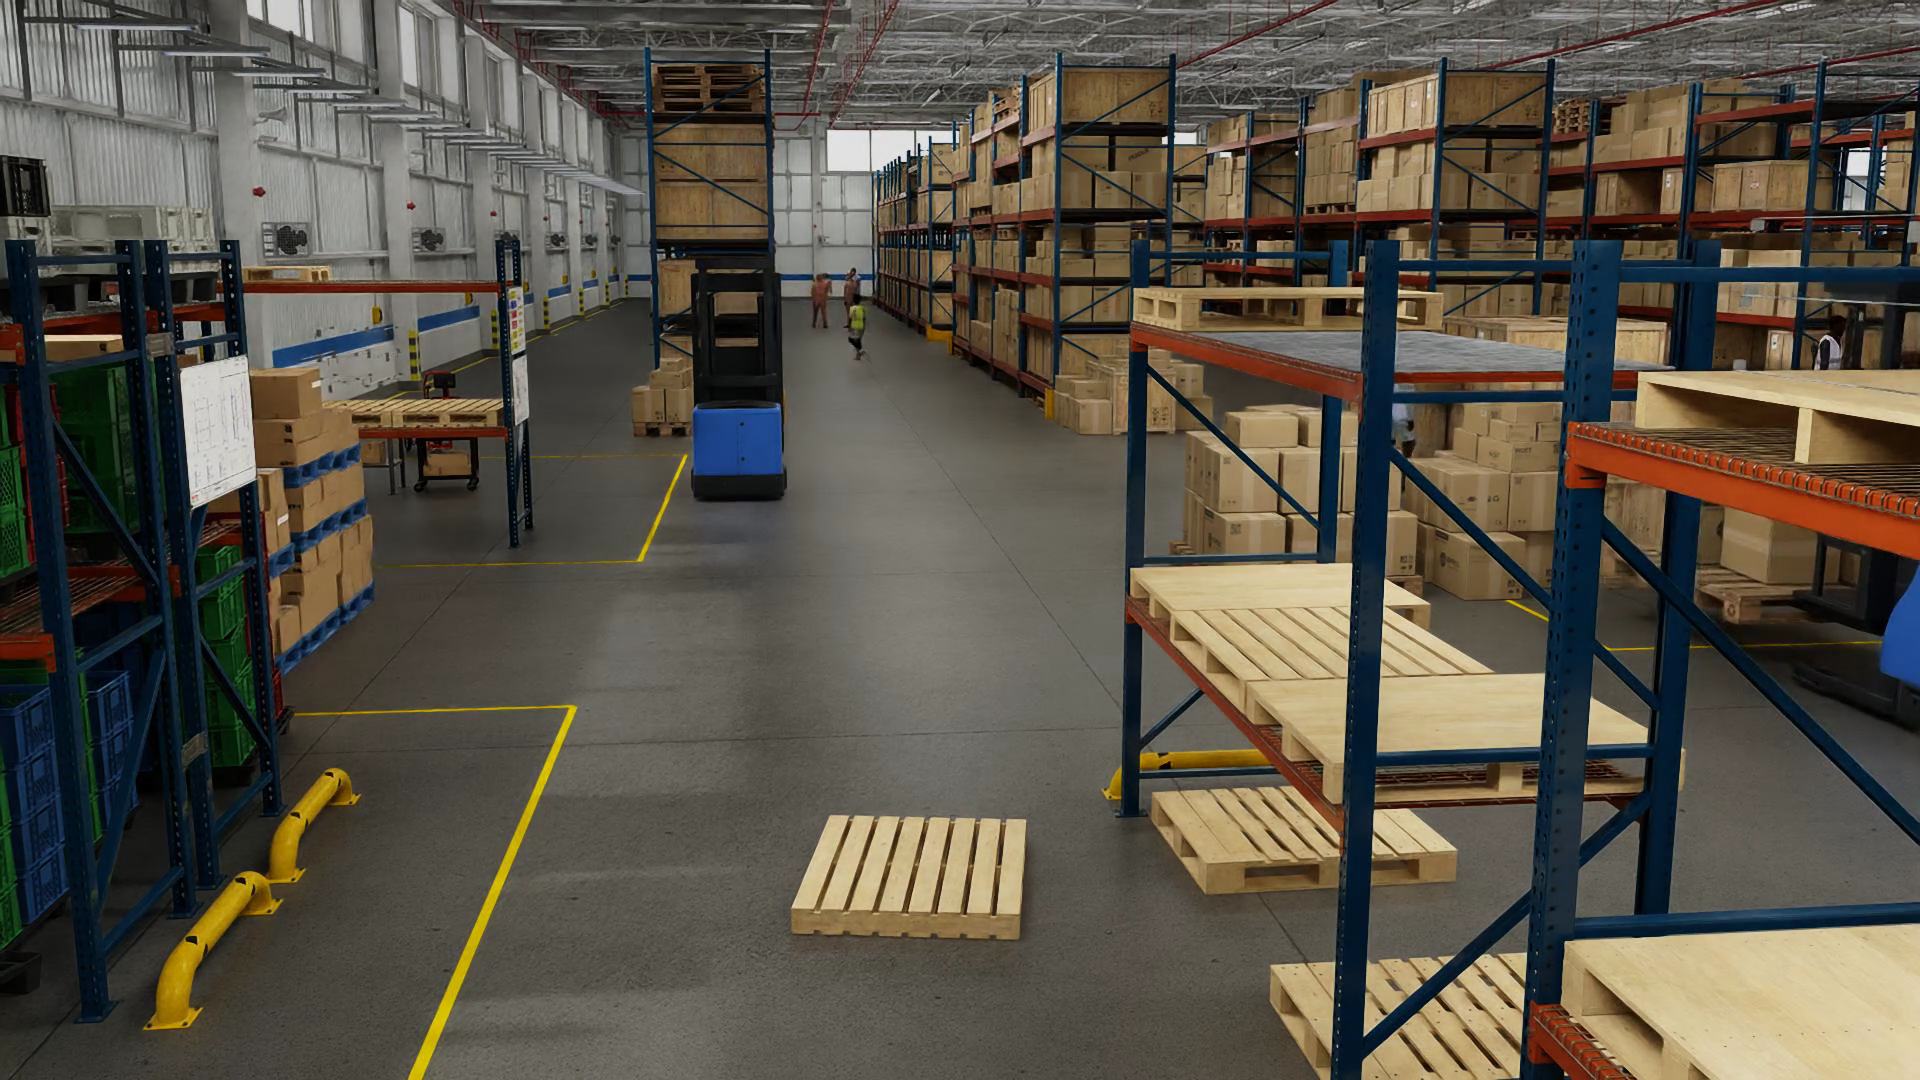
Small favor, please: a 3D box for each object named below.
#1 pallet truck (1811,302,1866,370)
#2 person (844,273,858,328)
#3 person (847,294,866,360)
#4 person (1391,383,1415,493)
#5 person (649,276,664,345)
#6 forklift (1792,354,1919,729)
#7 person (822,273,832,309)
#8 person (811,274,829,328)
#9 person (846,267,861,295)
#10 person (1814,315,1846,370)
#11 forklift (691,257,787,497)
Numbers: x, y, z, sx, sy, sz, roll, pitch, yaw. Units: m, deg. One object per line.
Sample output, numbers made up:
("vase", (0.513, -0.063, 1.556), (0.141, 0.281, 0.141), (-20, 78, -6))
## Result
("pallet truck", (15.846, -3.142, 28.793), (1.885, 1.965, 0.823), (2, 10, 12))
("person", (-3.826, -8.309, 57.671), (0.405, 1.906, 0.653), (6, 12, 30))
("person", (-2.599, -5.379, 42.034), (0.545, 1.685, 0.391), (-10, 14, -43))
("person", (5.279, -1.528, 20.028), (0.396, 1.933, 0.559), (-7, 12, -33))
("person", (-8.805, -6.665, 48.183), (0.374, 2.043, 0.611), (3, 11, 18))
("forklift", (6.352, -0.243, 10.279), (1.129, 2.768, 1.873), (-1, 10, -6))
("person", (-5.882, -10.943, 73.099), (0.524, 1.611, 0.754), (2, 10, 8))
("person", (-4.835, -8.272, 57.655), (0.645, 1.857, 0.942), (-4, 11, -20))
("person", (-4.309, -10.038, 67.180), (0.627, 1.933, 0.371), (-2, 10, -12))
("person", (13.120, -2.439, 25.146), (0.397, 1.911, 0.587), (10, 14, 43))
("forklift", (-2.681, -2.005, 20.045), (1.129, 2.768, 1.873), (-1, 10, -6))
